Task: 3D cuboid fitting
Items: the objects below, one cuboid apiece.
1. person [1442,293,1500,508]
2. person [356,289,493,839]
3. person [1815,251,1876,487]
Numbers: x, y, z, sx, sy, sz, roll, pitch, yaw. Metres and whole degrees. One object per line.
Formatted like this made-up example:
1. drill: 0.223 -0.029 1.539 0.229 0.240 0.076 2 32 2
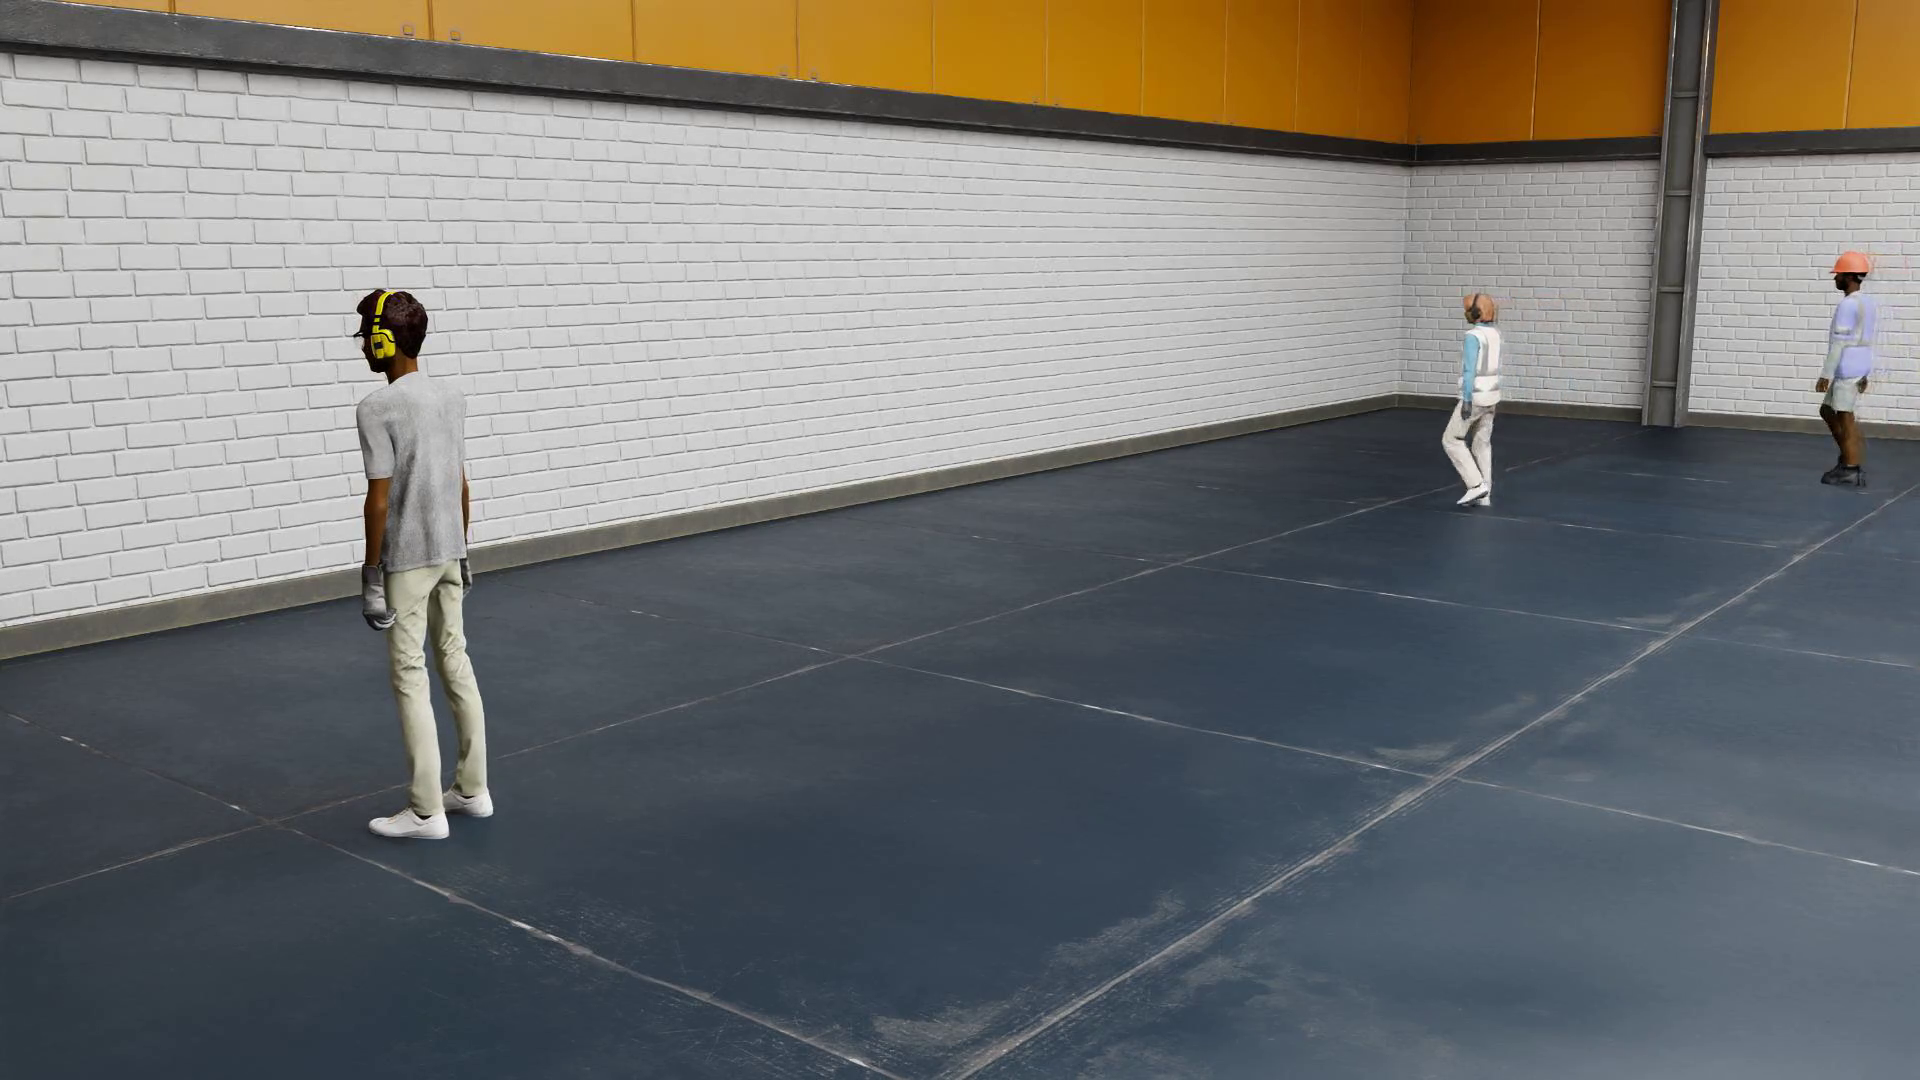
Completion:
1. person: 3.878 -1.042 12.548 0.381 1.622 0.547 8 13 39
2. person: -1.842 0.087 5.663 0.317 1.862 0.519 4 11 23
3. person: 7.283 -1.400 13.694 0.487 1.922 0.540 9 14 41
